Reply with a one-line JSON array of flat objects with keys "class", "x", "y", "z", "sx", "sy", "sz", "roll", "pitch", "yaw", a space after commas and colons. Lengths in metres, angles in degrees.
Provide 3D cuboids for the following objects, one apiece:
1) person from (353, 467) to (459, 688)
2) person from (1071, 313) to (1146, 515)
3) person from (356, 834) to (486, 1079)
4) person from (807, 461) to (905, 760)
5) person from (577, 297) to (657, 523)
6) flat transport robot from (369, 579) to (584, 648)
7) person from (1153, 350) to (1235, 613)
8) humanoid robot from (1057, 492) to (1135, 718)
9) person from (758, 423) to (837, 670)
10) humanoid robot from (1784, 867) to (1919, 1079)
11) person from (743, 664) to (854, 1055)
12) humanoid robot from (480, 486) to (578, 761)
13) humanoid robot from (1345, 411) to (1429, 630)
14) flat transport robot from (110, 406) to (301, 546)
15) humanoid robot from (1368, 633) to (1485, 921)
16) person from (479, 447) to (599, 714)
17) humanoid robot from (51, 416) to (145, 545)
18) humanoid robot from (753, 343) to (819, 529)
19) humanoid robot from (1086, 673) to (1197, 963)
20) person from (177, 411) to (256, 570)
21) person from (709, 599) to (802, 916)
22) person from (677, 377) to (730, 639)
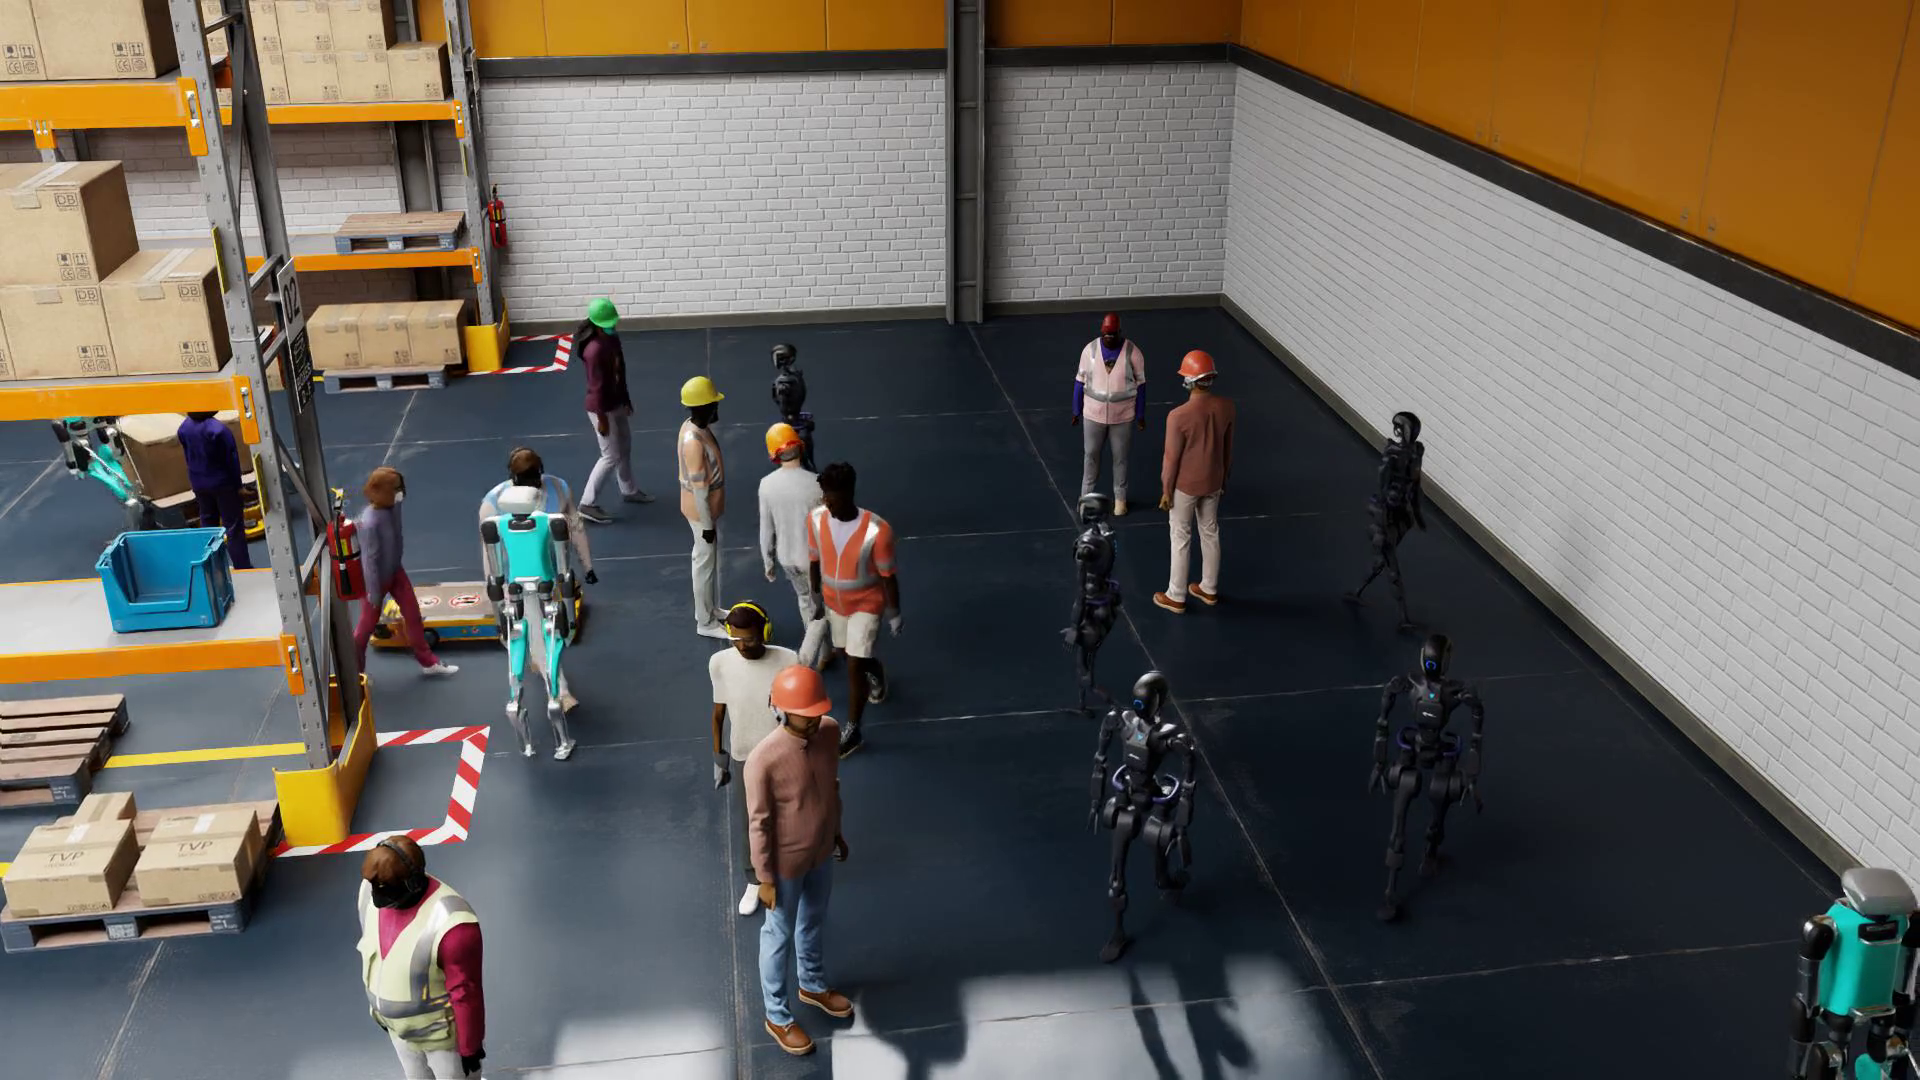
[{"class": "person", "x": -3.896, "y": 0.249, "z": 11.202, "sx": 0.718, "sy": 1.599, "sz": 0.535, "roll": 4, "pitch": 24, "yaw": 9}, {"class": "person", "x": 1.250, "y": -1.052, "z": 13.947, "sx": 0.625, "sy": 1.751, "sz": 0.420, "roll": 4, "pitch": 24, "yaw": 9}, {"class": "person", "x": -2.209, "y": 1.998, "z": 6.918, "sx": 0.627, "sy": 1.831, "sz": 0.431, "roll": 16, "pitch": 28, "yaw": 32}, {"class": "person", "x": -0.634, "y": 0.355, "z": 10.544, "sx": 0.650, "sy": 1.918, "sz": 0.906, "roll": 12, "pitch": 27, "yaw": 26}, {"class": "person", "x": -2.948, "y": -1.120, "z": 13.902, "sx": 0.540, "sy": 1.922, "sz": 0.623, "roll": 2, "pitch": 24, "yaw": 5}, {"class": "flat transport robot", "x": -3.523, "y": 0.535, "z": 12.177, "sx": 1.431, "sy": 0.231, "sz": 0.659, "roll": -2, "pitch": 24, "yaw": -5}, {"class": "person", "x": 1.723, "y": -0.430, "z": 12.245, "sx": 0.616, "sy": 1.985, "sz": 0.400, "roll": -14, "pitch": 27, "yaw": -28}, {"class": "humanoid robot", "x": 0.920, "y": 0.459, "z": 10.614, "sx": 0.627, "sy": 1.632, "sz": 0.610, "roll": 10, "pitch": 26, "yaw": 23}, {"class": "person", "x": -1.048, "y": 0.113, "z": 11.193, "sx": 0.585, "sy": 1.850, "sz": 0.696, "roll": 10, "pitch": 26, "yaw": 22}, {"class": "humanoid robot", "x": 3.621, "y": 2.200, "z": 6.598, "sx": 0.548, "sy": 1.748, "sz": 1.043, "roll": -3, "pitch": 24, "yaw": -7}, {"class": "person", "x": -0.746, "y": 1.479, "z": 7.883, "sx": 0.388, "sy": 1.995, "sz": 0.611, "roll": 17, "pitch": 29, "yaw": 34}, {"class": "humanoid robot", "x": -2.642, "y": 0.585, "z": 10.224, "sx": 0.543, "sy": 1.768, "sz": 0.701, "roll": -1, "pitch": 24, "yaw": -3}, {"class": "humanoid robot", "x": 3.184, "y": -0.166, "z": 12.082, "sx": 0.770, "sy": 1.627, "sz": 0.589, "roll": 22, "pitch": 32, "yaw": 40}, {"class": "flat transport robot", "x": -6.307, "y": -0.279, "z": 14.032, "sx": 1.431, "sy": 0.231, "sz": 0.659, "roll": 20, "pitch": 30, "yaw": 37}, {"class": "humanoid robot", "x": 2.517, "y": 1.221, "z": 8.939, "sx": 0.610, "sy": 1.635, "sz": 0.787, "roll": 9, "pitch": 25, "yaw": 20}, {"class": "person", "x": -2.719, "y": 0.244, "z": 10.943, "sx": 0.666, "sy": 1.791, "sz": 0.982, "roll": -20, "pitch": 31, "yaw": -38}, {"class": "humanoid robot", "x": -6.668, "y": -0.665, "z": 13.101, "sx": 0.835, "sy": 1.758, "sz": 0.530, "roll": 9, "pitch": 25, "yaw": 20}, {"class": "humanoid robot", "x": -1.330, "y": -0.838, "z": 13.624, "sx": 0.803, "sy": 1.621, "sz": 0.596, "roll": 3, "pitch": 24, "yaw": 6}, {"class": "humanoid robot", "x": 0.982, "y": 1.351, "z": 8.606, "sx": 0.602, "sy": 1.626, "sz": 0.695, "roll": 13, "pitch": 27, "yaw": 26}, {"class": "person", "x": -5.644, "y": -0.423, "z": 12.676, "sx": 0.453, "sy": 1.619, "sz": 0.352, "roll": 8, "pitch": 25, "yaw": 18}, {"class": "person", "x": -1.053, "y": 1.158, "z": 8.792, "sx": 0.516, "sy": 1.856, "sz": 0.351, "roll": 1, "pitch": 24, "yaw": 2}, {"class": "person", "x": -1.811, "y": -0.236, "z": 11.869, "sx": 0.355, "sy": 1.930, "sz": 0.584, "roll": -4, "pitch": 24, "yaw": -8}]
